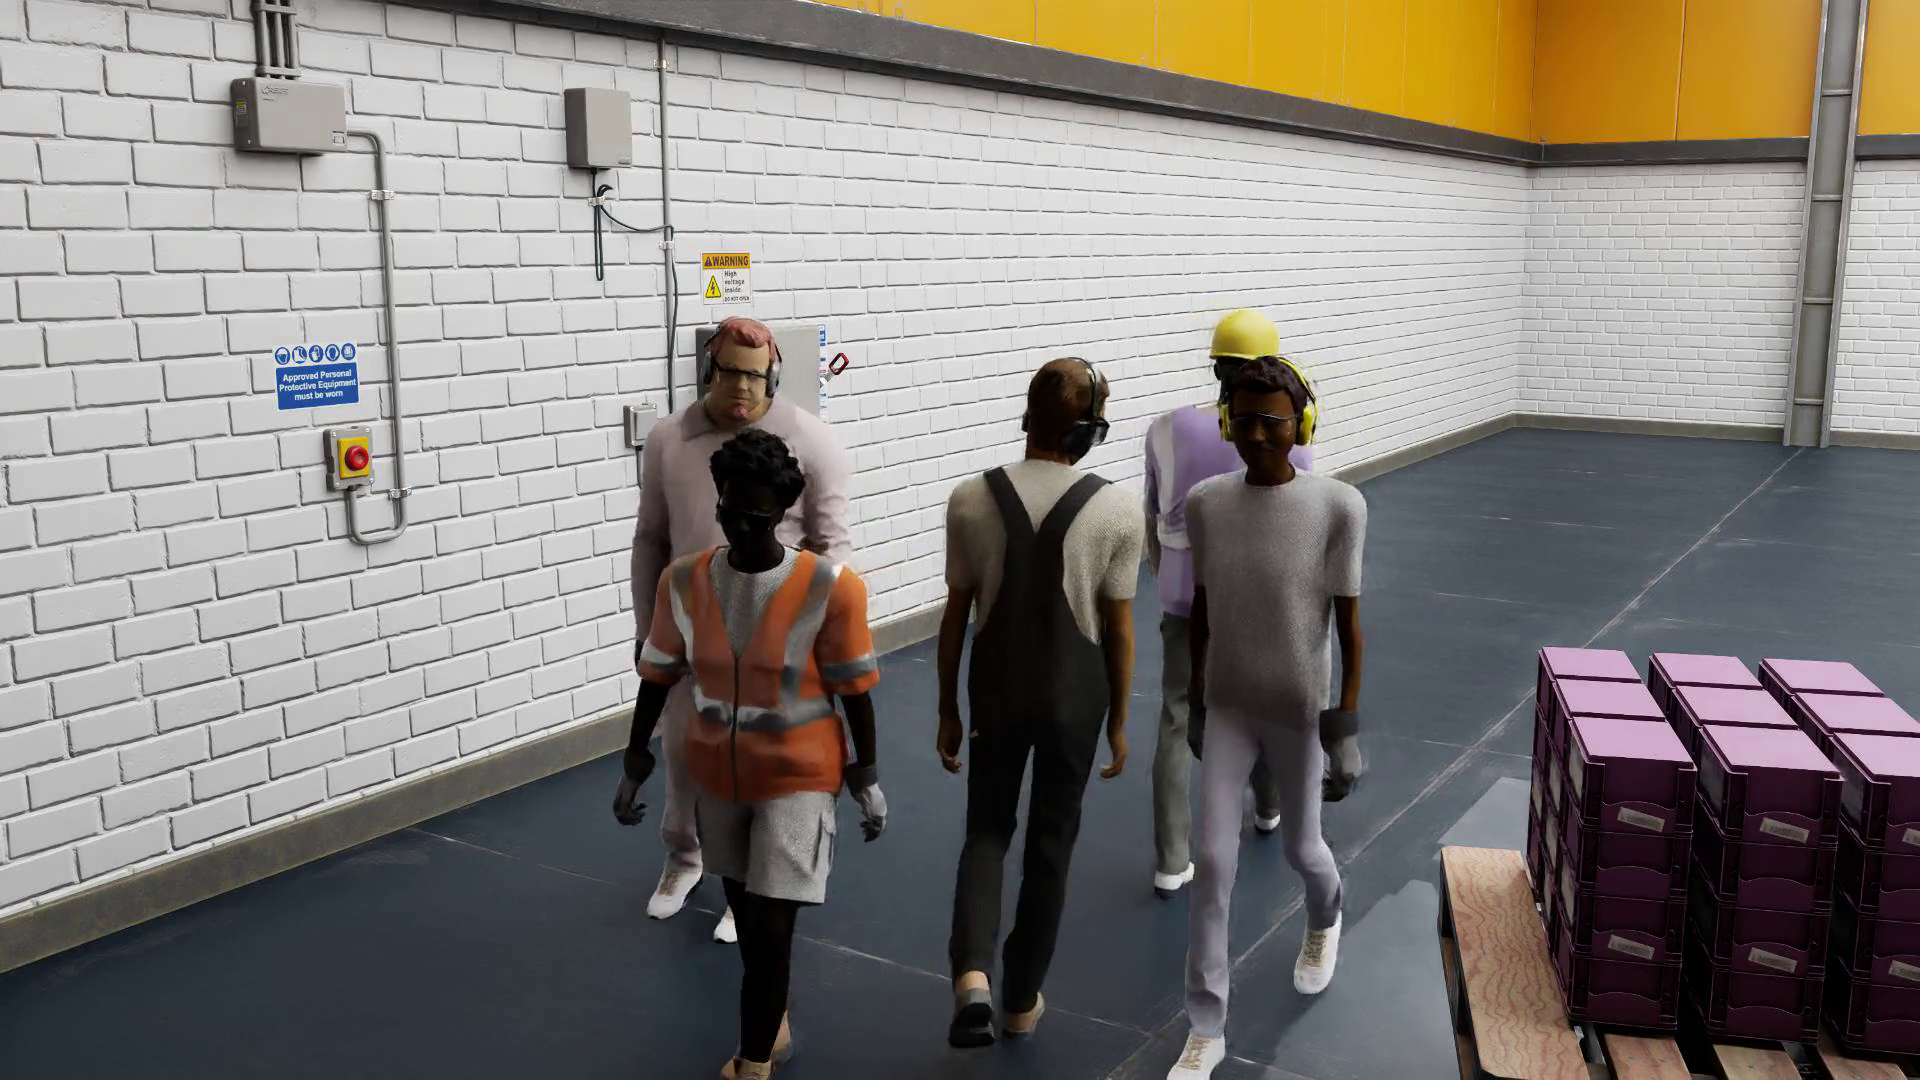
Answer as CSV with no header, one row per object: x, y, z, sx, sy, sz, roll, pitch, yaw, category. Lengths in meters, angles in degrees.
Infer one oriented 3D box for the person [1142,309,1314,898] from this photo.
0.889,0.180,5.542,0.598,1.871,1.006,5,11,25,person

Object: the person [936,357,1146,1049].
0.197,0.450,4.198,0.517,1.814,0.539,2,10,11,person

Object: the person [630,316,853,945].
-0.662,0.273,5.032,0.701,1.873,0.451,3,11,14,person

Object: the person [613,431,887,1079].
-0.513,0.574,3.878,0.644,1.662,0.697,4,11,19,person

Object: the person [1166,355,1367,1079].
0.826,0.424,4.332,0.517,1.833,0.925,6,12,28,person
